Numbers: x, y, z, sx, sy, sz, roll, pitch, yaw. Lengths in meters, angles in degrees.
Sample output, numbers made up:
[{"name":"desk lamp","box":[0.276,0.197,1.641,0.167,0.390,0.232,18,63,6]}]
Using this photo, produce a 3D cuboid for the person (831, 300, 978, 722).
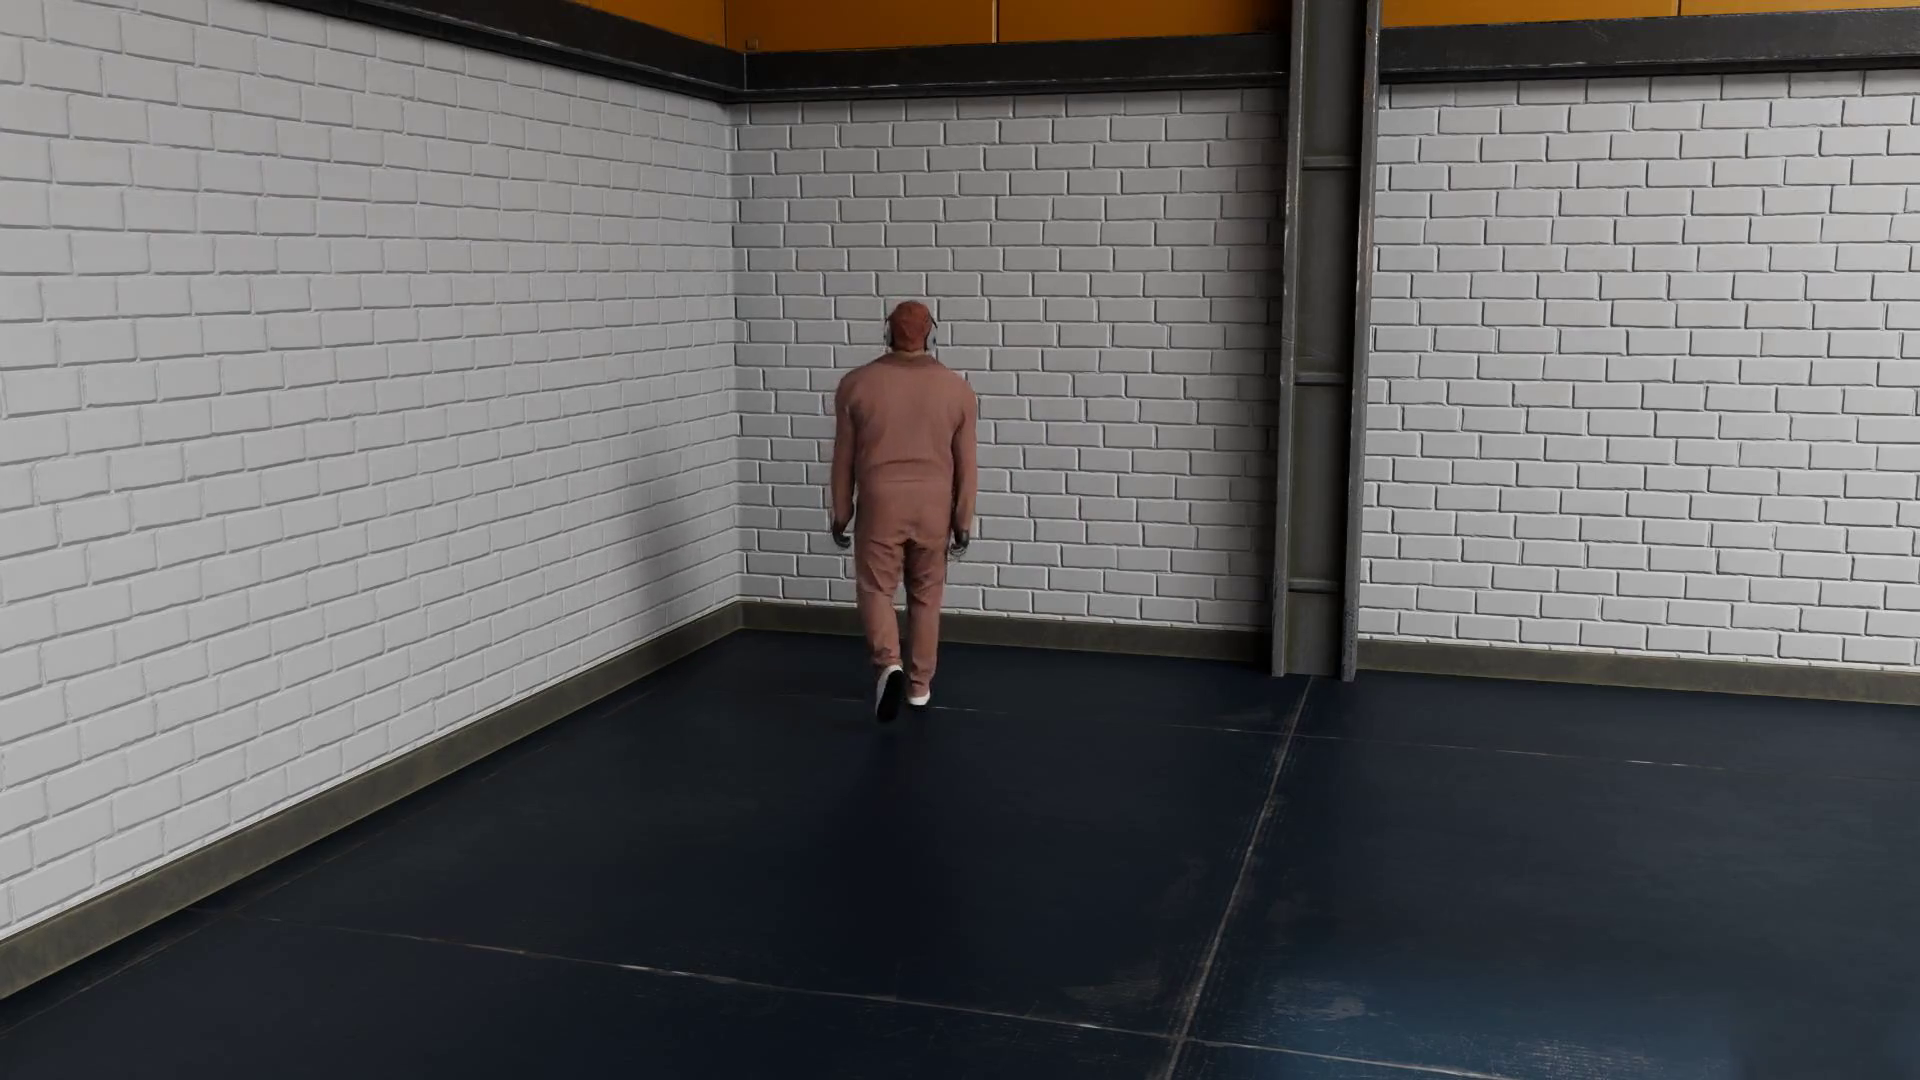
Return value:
[{"name":"person","box":[-0.240,-0.122,7.406,0.654,1.884,0.702,-1,9,-6]}]
